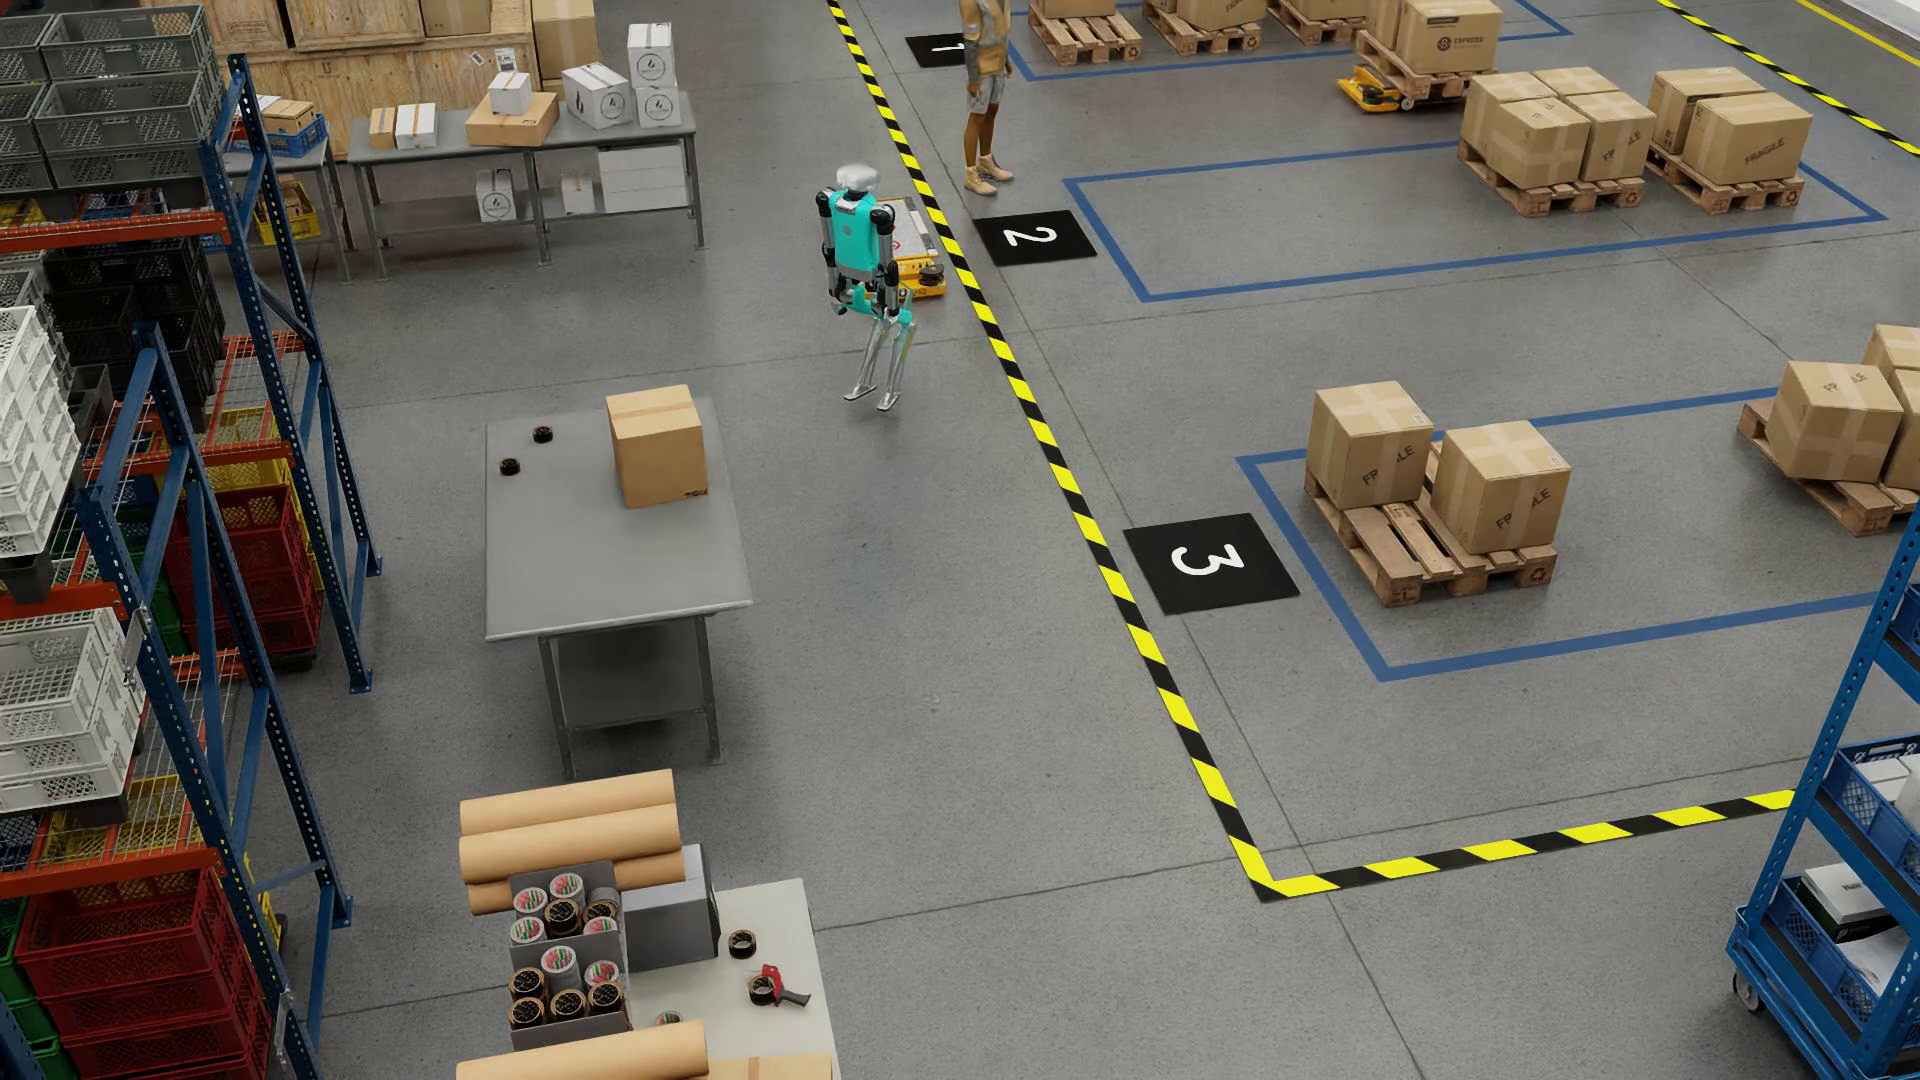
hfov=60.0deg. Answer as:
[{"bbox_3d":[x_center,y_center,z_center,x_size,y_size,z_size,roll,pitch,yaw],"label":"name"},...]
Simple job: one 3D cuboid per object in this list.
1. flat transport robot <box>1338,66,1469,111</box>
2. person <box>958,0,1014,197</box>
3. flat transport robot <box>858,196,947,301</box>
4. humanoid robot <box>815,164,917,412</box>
[{"bbox_3d":[4.241,-4.164,15.126,1.431,0.197,0.652,-8,37,-10],"label":"flat transport robot"},{"bbox_3d":[0.242,-3.738,13.102,0.388,2.033,0.604,19,41,23],"label":"person"},{"bbox_3d":[-0.570,-2.220,12.538,0.659,0.231,1.431,-8,37,-10],"label":"flat transport robot"},{"bbox_3d":[-0.495,-1.628,10.398,0.533,1.677,0.735,21,41,26],"label":"humanoid robot"}]
